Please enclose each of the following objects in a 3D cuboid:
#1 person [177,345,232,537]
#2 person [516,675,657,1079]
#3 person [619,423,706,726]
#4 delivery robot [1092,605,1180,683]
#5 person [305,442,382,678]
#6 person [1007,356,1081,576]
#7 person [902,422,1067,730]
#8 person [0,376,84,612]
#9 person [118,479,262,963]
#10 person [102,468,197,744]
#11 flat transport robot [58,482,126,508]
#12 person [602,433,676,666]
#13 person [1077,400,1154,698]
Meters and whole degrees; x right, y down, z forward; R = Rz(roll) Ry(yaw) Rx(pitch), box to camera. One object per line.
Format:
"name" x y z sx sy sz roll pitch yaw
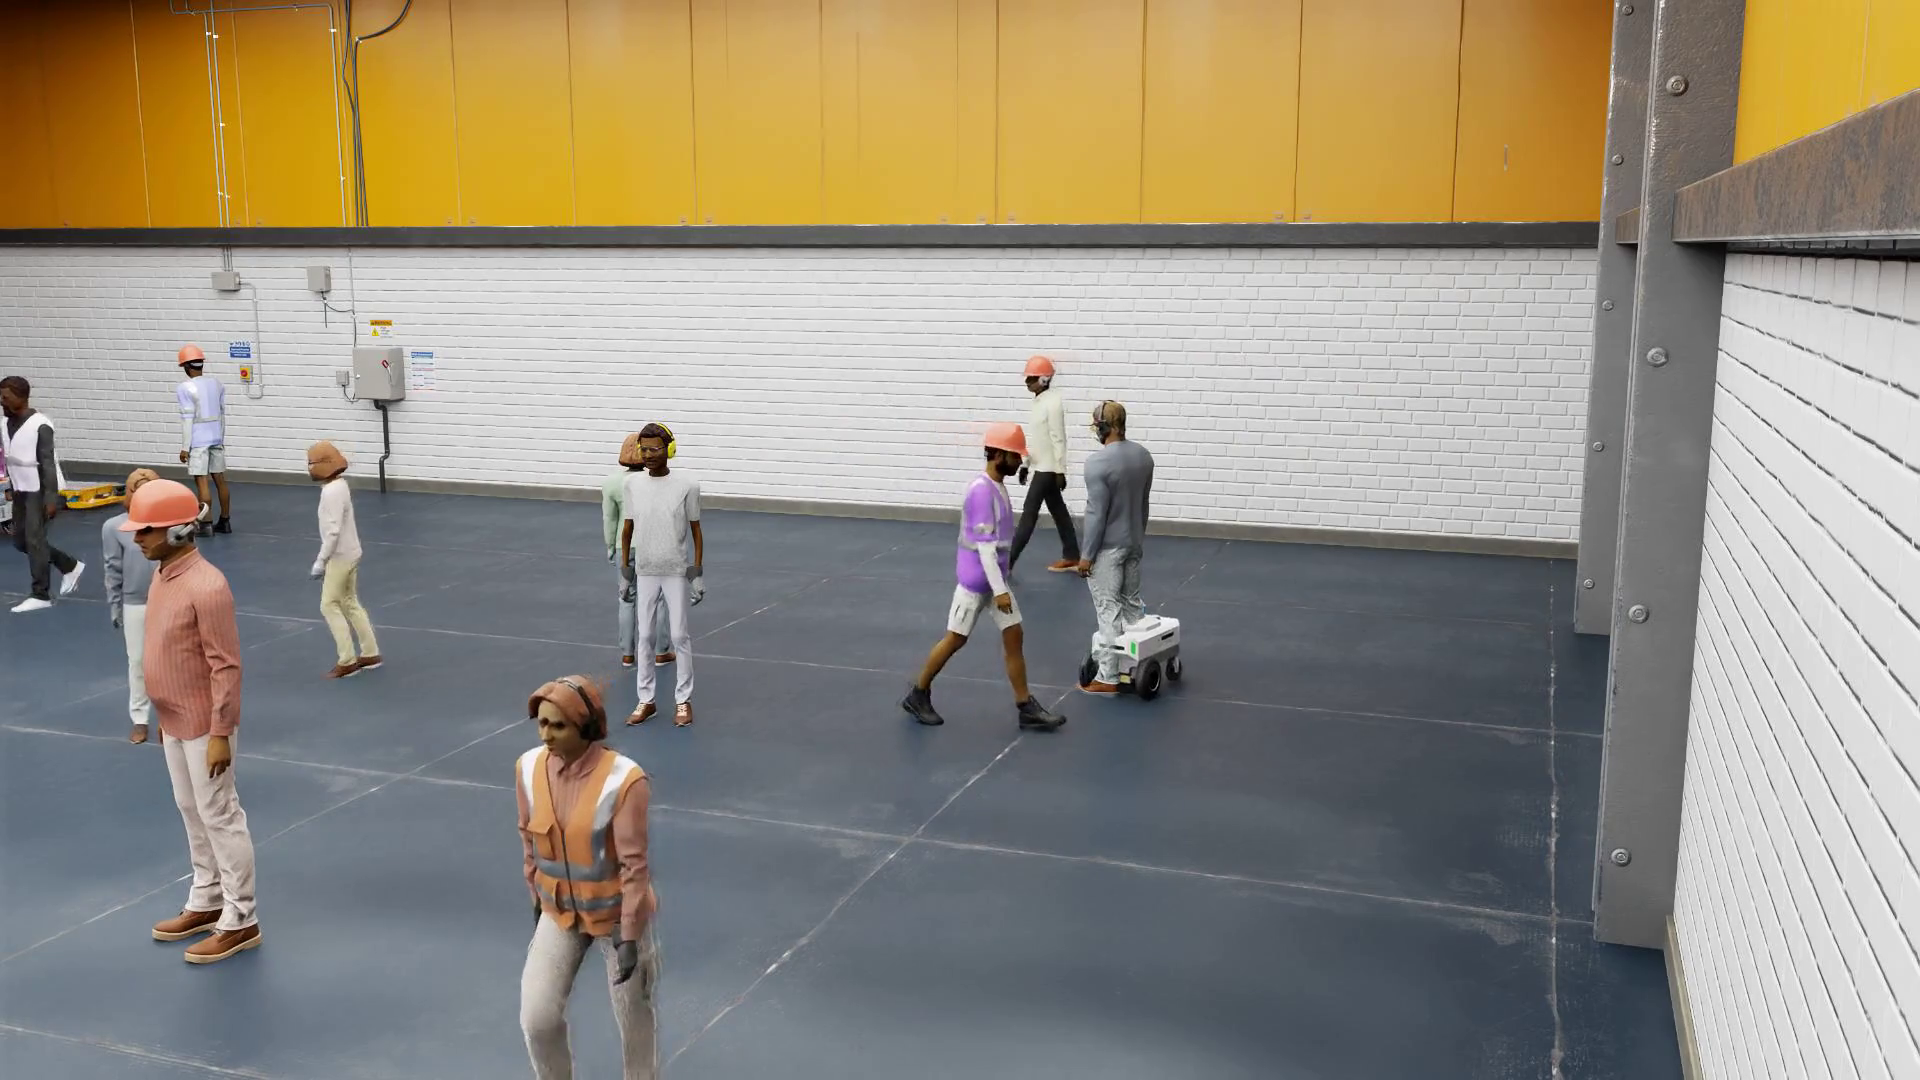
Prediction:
"person" -7.618 -0.986 16.694 0.381 1.927 0.542 4 11 22
"person" -1.175 1.206 5.229 0.522 1.612 0.555 4 11 20
"person" -1.814 0.212 10.123 0.532 1.864 0.310 1 10 5
"delivery robot" 1.169 0.665 10.992 0.477 0.478 0.707 6 12 33
"person" -4.180 0.140 11.259 0.465 1.607 0.526 -3 11 -16
"person" 0.645 -0.654 14.769 1.011 1.939 0.643 -2 10 -12
"person" 0.116 0.223 10.046 1.019 1.883 0.559 4 11 20
"person" -7.435 -0.387 13.423 0.594 1.901 0.588 6 12 31
"person" -3.161 0.734 6.821 0.623 1.989 0.400 10 14 44
"person" -4.756 0.383 9.822 0.509 1.628 0.281 -5 11 -26
"flat transport robot" -10.191 -0.522 18.741 1.431 0.197 0.652 2 10 12
"person" -2.223 0.070 11.571 0.498 1.634 0.278 0 10 2
"person" 0.995 0.057 10.802 0.371 1.935 0.627 9 13 41
